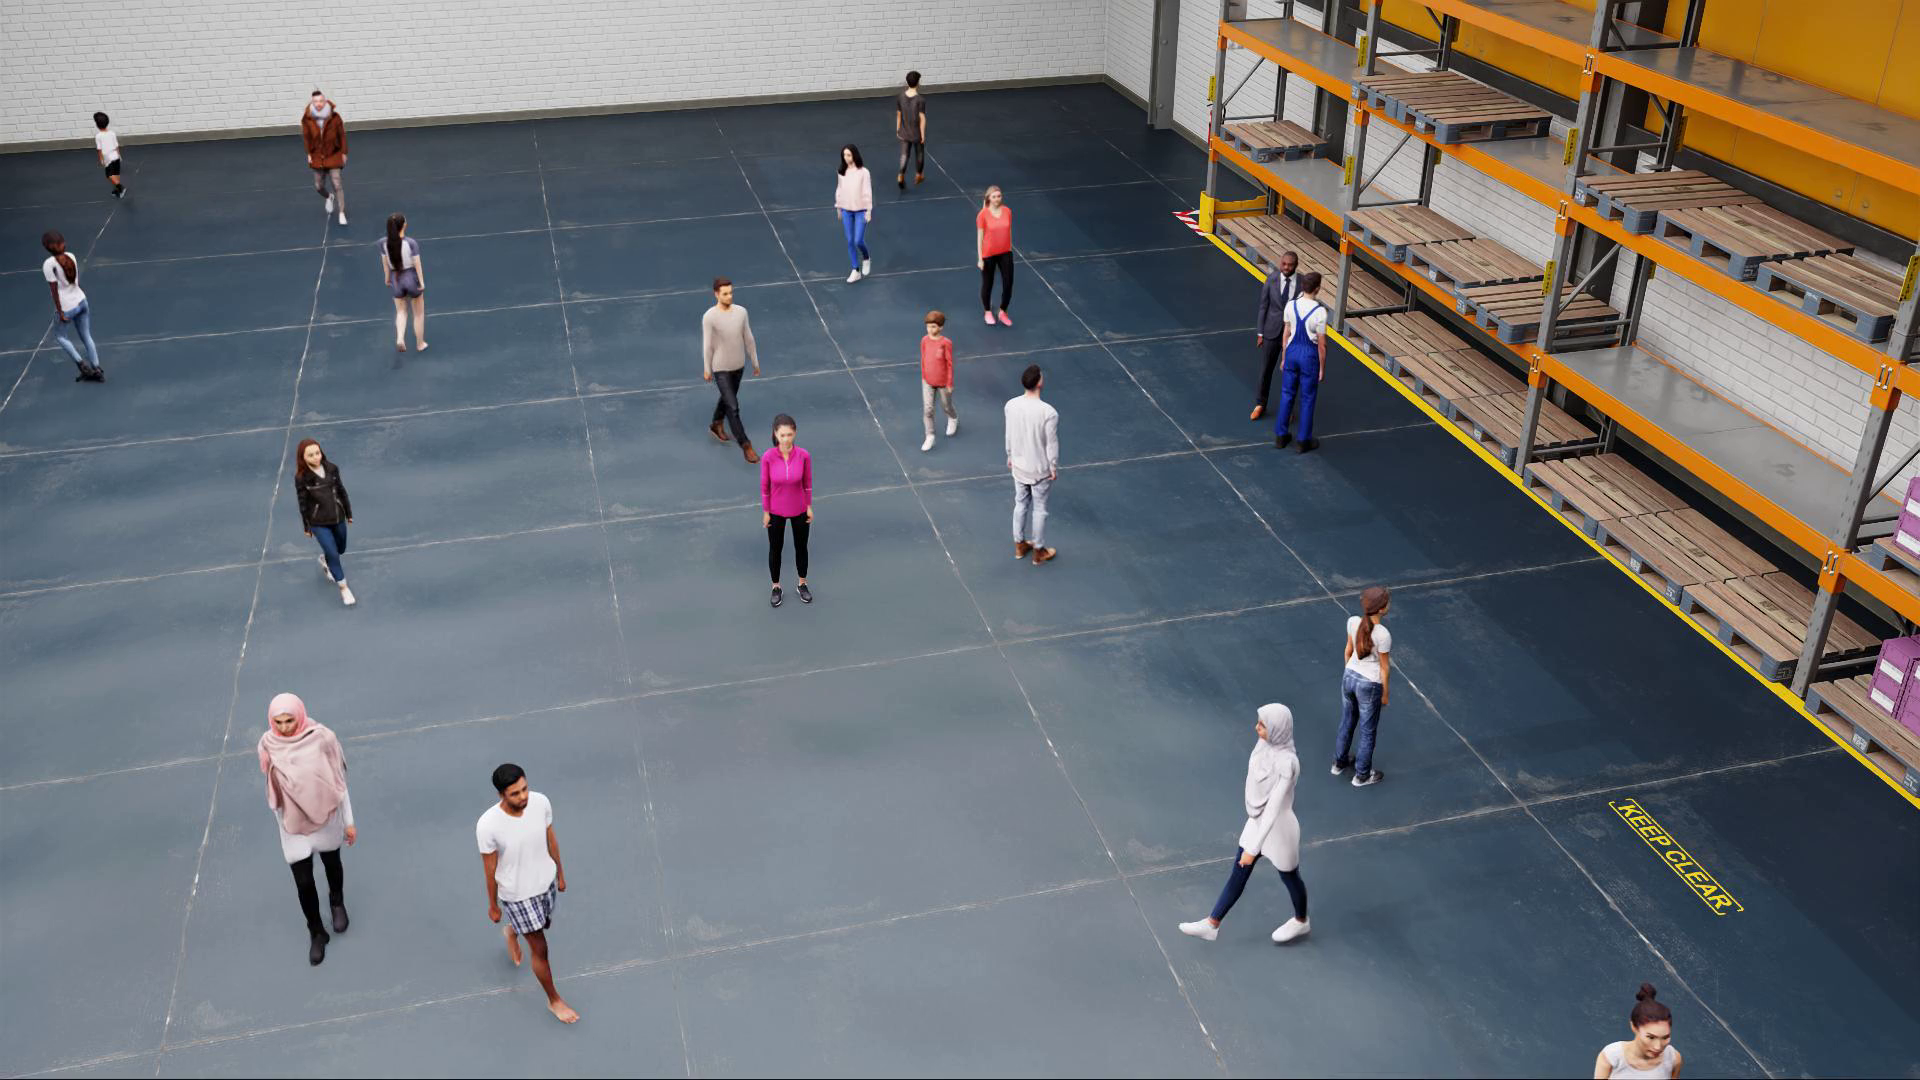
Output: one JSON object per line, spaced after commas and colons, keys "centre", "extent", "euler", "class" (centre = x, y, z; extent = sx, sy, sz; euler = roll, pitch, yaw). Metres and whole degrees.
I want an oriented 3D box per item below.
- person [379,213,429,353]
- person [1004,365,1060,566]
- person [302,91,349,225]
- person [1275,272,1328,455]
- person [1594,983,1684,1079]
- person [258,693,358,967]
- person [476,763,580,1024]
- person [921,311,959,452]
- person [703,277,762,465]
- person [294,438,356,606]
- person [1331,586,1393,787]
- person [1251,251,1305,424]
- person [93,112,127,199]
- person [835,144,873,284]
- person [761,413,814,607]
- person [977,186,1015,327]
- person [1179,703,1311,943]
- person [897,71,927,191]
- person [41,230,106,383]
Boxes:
{"centre": [-6.262, -2.844, 18.690], "extent": [0.727, 1.634, 0.831], "euler": [2, 29, 4], "class": "person"}
{"centre": [0.629, -0.663, 14.475], "extent": [0.744, 1.842, 0.825], "euler": [18, 34, 30], "class": "person"}
{"centre": [-8.767, -5.306, 23.004], "extent": [0.692, 1.825, 0.867], "euler": [-8, 30, -14], "class": "person"}
{"centre": [3.386, -1.771, 16.499], "extent": [0.705, 1.849, 0.784], "euler": [19, 34, 31], "class": "person"}
{"centre": [3.274, 2.881, 8.221], "extent": [0.607, 1.609, 0.593], "euler": [0, 29, 0], "class": "person"}
{"centre": [-3.989, 1.668, 10.258], "extent": [0.672, 1.788, 0.816], "euler": [-10, 30, -18], "class": "person"}
{"centre": [-2.581, 1.995, 9.748], "extent": [1.160, 1.702, 1.007], "euler": [23, 36, 35], "class": "person"}
{"centre": [-0.196, -1.634, 16.716], "extent": [0.847, 1.400, 0.961], "euler": [11, 31, 20], "class": "person"}
{"centre": [-2.326, -1.715, 16.426], "extent": [1.003, 1.820, 1.311], "euler": [-20, 35, -32], "class": "person"}
{"centre": [-5.361, -0.198, 14.018], "extent": [0.985, 1.463, 0.845], "euler": [25, 37, 38], "class": "person"}
{"centre": [2.846, 1.006, 11.707], "extent": [0.672, 1.562, 0.567], "euler": [-20, 34, -32], "class": "person"}
{"centre": [3.328, -2.112, 17.150], "extent": [0.786, 1.824, 0.789], "euler": [8, 30, 14], "class": "person"}
{"centre": [-12.265, -5.541, 24.035], "extent": [0.802, 1.251, 0.716], "euler": [20, 34, 32], "class": "person"}
{"centre": [-1.277, -4.127, 20.912], "extent": [0.823, 1.759, 0.878], "euler": [13, 31, 22], "class": "person"}
{"centre": [-1.440, -0.260, 13.883], "extent": [0.585, 1.700, 0.564], "euler": [-6, 29, -11], "class": "person"}
{"centre": [0.378, -3.362, 19.595], "extent": [0.647, 1.677, 0.696], "euler": [-10, 30, -17], "class": "person"}
{"centre": [1.997, 1.766, 10.135], "extent": [0.695, 1.734, 1.014], "euler": [-8, 30, -15], "class": "person"}
{"centre": [-0.741, -5.981, 24.381], "extent": [0.980, 1.692, 1.127], "euler": [9, 30, 17], "class": "person"}
{"centre": [-9.542, -2.501, 17.981], "extent": [0.767, 1.711, 0.698], "euler": [11, 30, 19], "class": "person"}
